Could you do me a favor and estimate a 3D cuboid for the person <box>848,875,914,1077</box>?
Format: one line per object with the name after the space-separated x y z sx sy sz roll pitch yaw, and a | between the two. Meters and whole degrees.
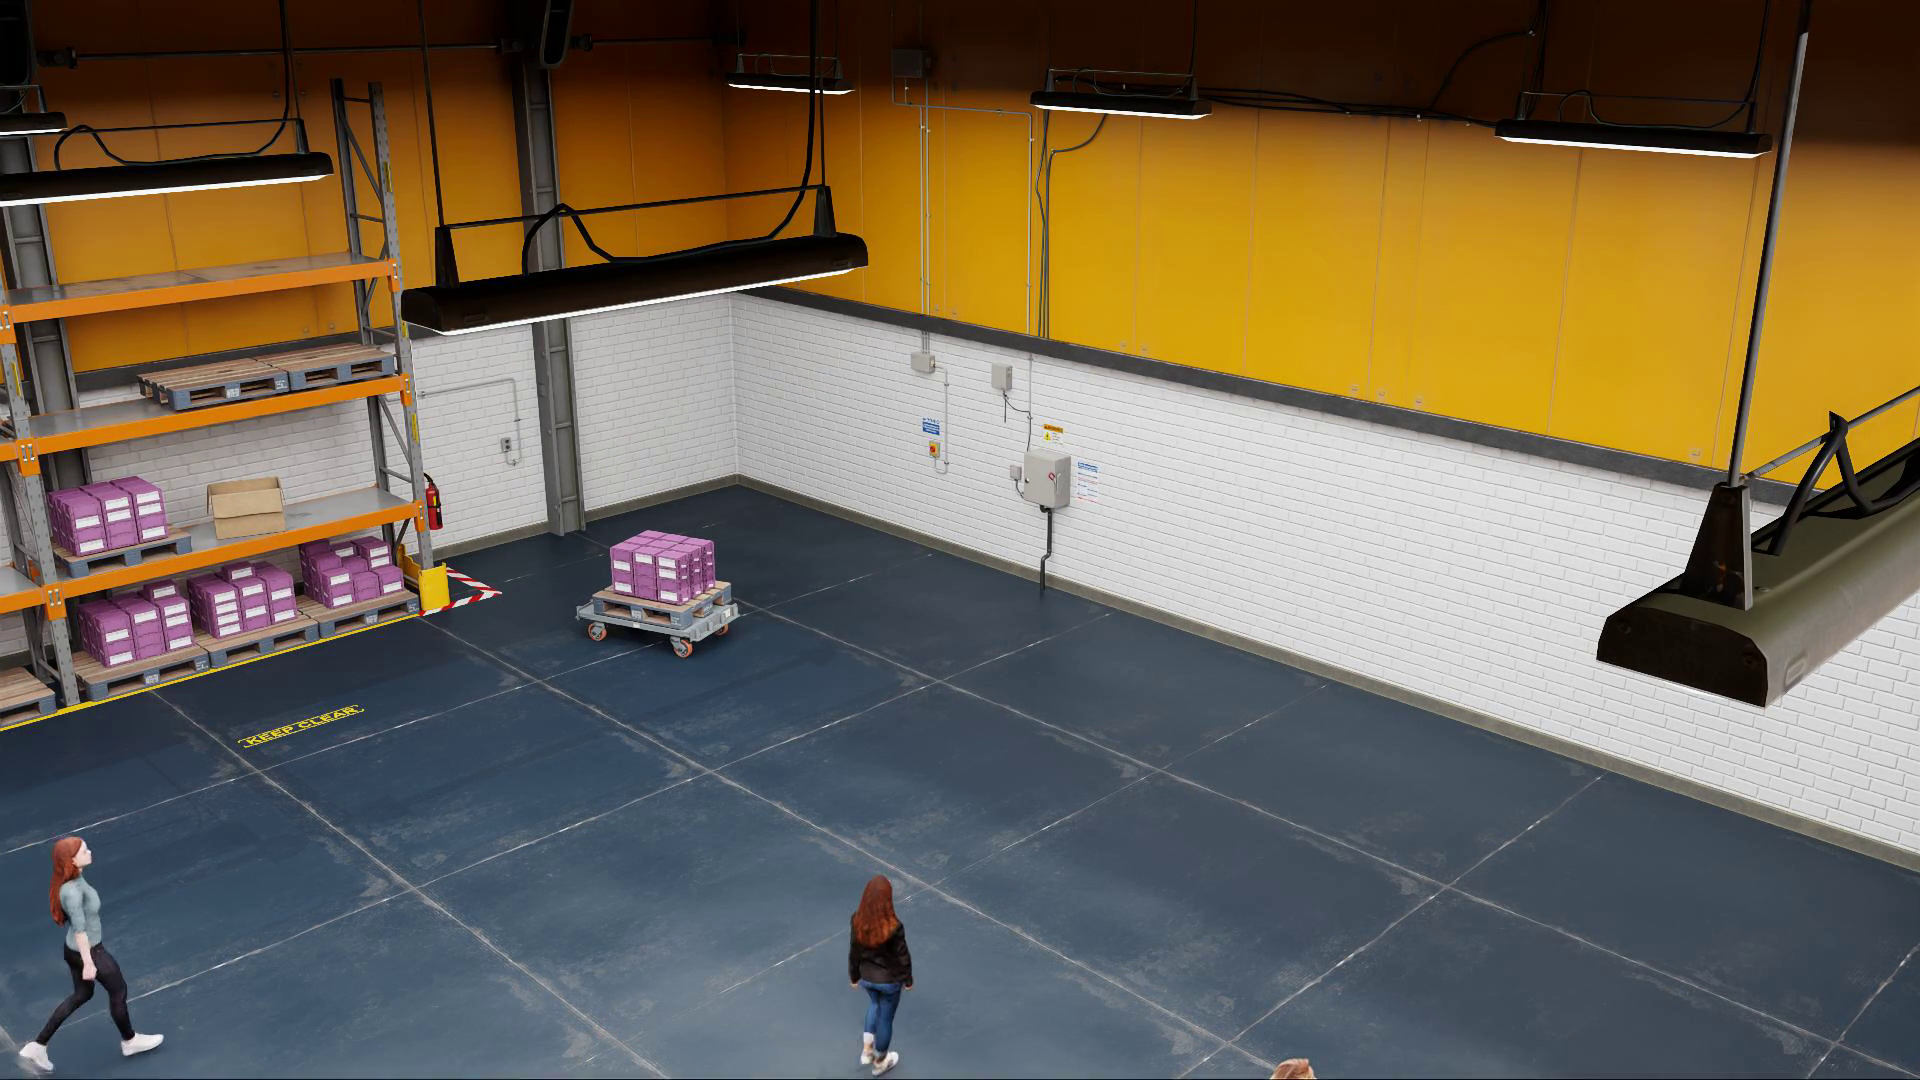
-0.559 2.924 11.039 0.632 1.473 0.636 9 21 26 | person

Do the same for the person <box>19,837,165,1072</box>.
-5.903 2.782 11.077 1.120 1.717 0.709 -12 22 -33 | person

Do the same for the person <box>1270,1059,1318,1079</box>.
1.743 3.515 8.892 0.748 1.723 0.709 -2 19 -6 | person
